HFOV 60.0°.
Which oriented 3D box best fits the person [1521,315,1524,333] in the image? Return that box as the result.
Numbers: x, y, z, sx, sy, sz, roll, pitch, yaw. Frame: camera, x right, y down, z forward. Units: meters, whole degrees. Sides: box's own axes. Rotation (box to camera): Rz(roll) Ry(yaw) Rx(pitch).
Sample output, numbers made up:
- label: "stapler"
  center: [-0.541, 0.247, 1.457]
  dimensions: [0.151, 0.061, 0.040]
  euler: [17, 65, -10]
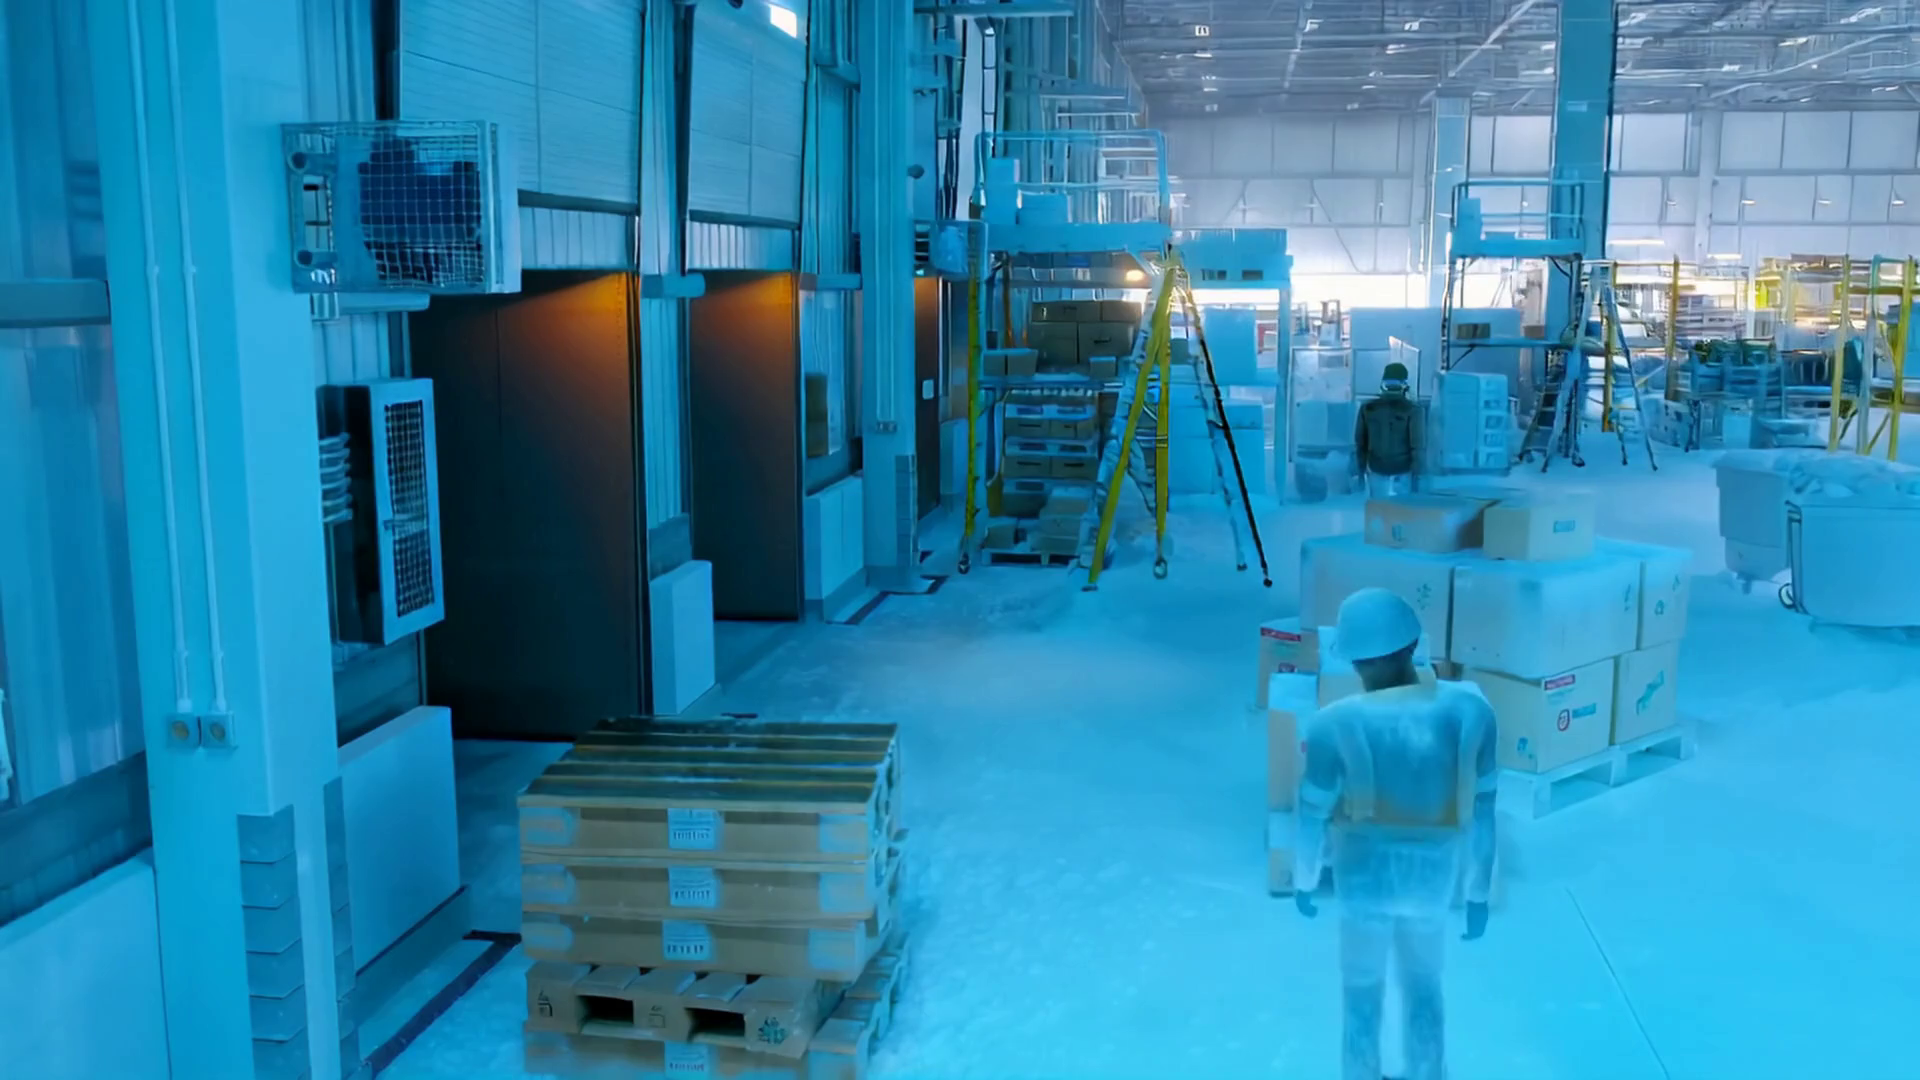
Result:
- label: "person"
  center: [15.718, -5.527, 46.708]
  dimensions: [0.533, 1.624, 0.495]
  euler: [0, 9, -1]

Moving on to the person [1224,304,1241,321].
- label: "person"
  center: [7.720, -5.705, 46.922]
  dimensions: [0.542, 1.919, 0.805]
  euler: [6, 11, 33]

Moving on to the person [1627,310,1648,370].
- label: "person"
  center: [17.731, -5.186, 43.663]
  dimensions: [0.627, 1.934, 0.372]
  euler: [-1, 9, -4]

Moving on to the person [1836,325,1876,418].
- label: "person"
  center: [15.433, -2.749, 28.738]
  dimensions: [0.630, 1.916, 0.772]
  euler: [7, 11, 36]

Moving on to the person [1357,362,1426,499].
- label: "person"
  center: [4.042, -0.667, 15.603]
  dimensions: [0.625, 1.992, 0.388]
  euler: [1, 9, 7]

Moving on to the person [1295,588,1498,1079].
- label: "person"
  center: [1.368, 1.062, 5.319]
  dimensions: [0.641, 1.872, 0.701]
  euler: [-1, 9, -6]

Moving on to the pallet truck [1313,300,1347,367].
- label: "pallet truck"
  center: [11.159, -6.200, 49.718]
  dimensions: [0.823, 1.965, 1.885]
  euler: [4, 10, 26]

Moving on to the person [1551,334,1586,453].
- label: "person"
  center: [9.447, -2.295, 26.049]
  dimensions: [0.595, 1.861, 0.725]
  euler: [-6, 11, -32]

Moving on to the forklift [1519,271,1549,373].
- label: "forklift"
  center: [15.894, -5.998, 45.760]
  dimensions: [1.873, 2.768, 1.129]
  euler: [-3, 10, -19]

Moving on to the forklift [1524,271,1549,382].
- label: "forklift"
  center: [15.019, -5.387, 41.992]
  dimensions: [1.129, 2.768, 1.873]
  euler: [8, 12, 40]
